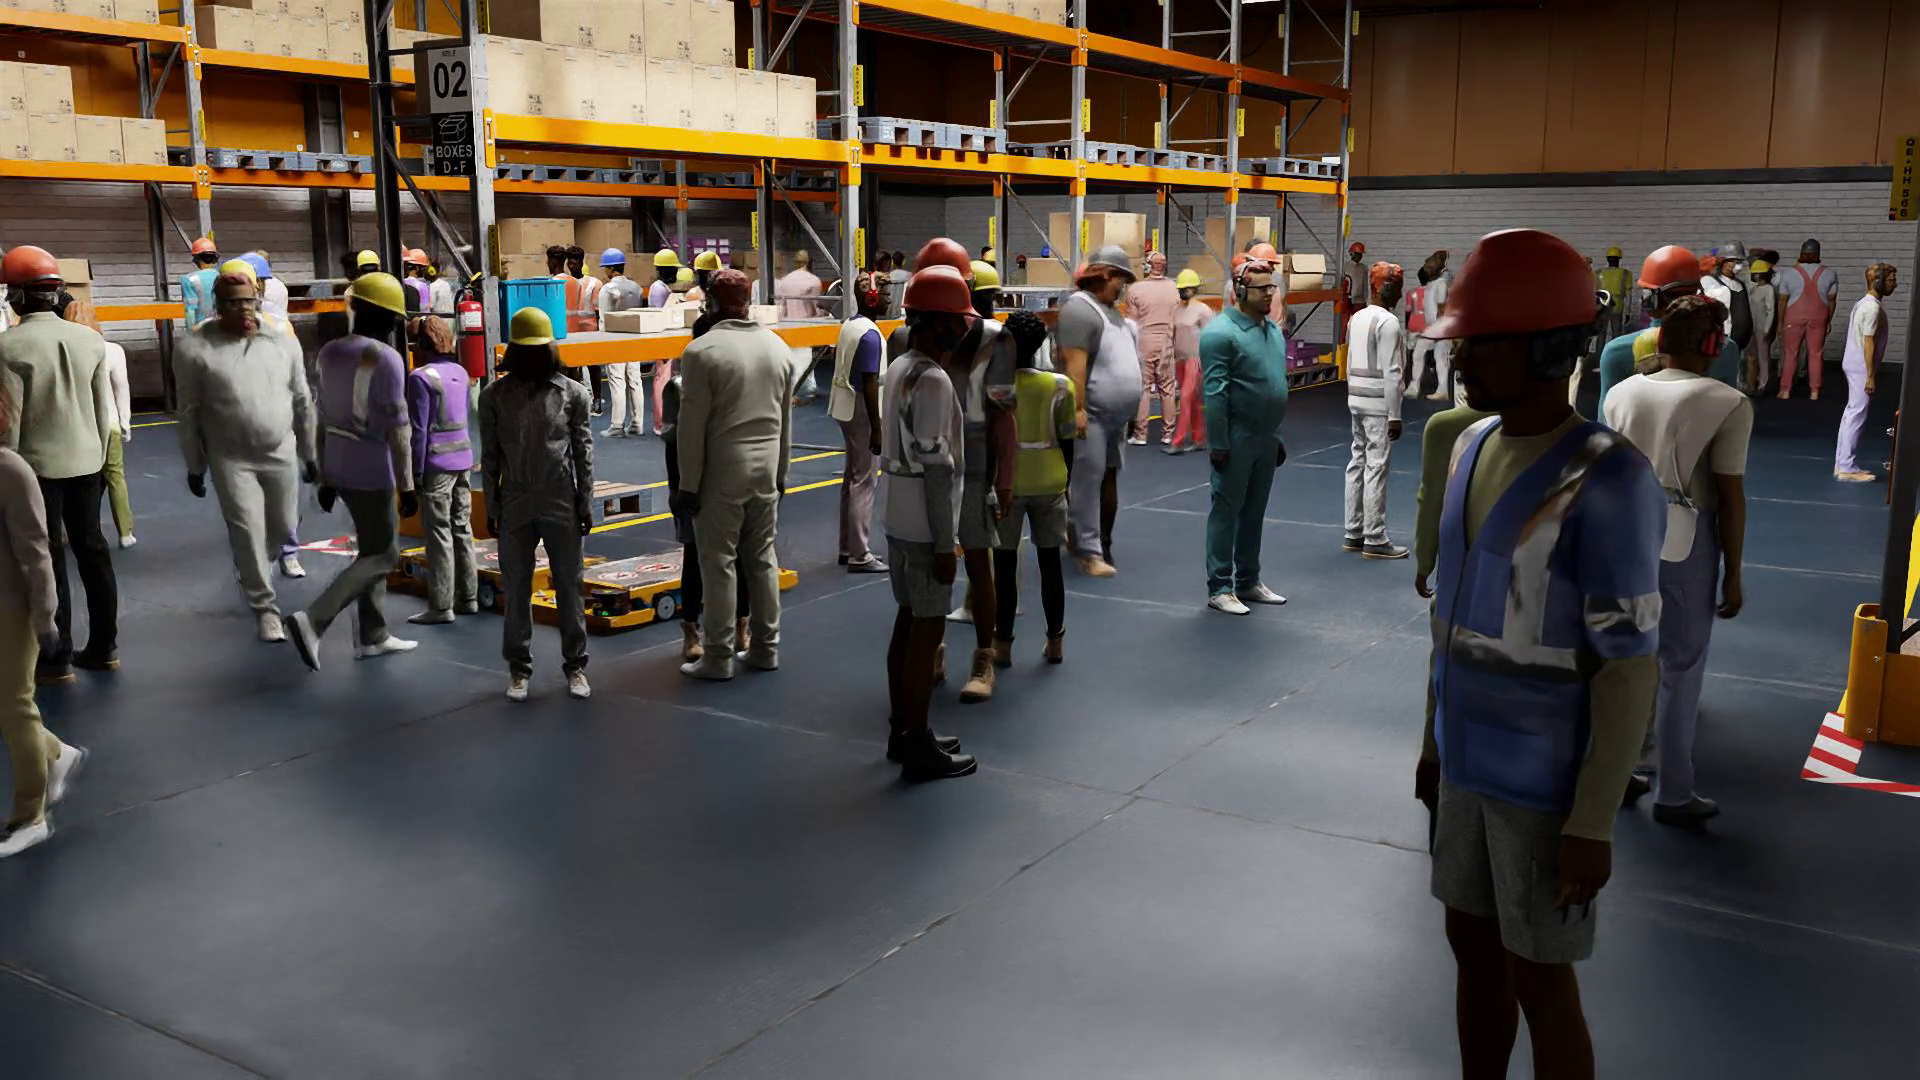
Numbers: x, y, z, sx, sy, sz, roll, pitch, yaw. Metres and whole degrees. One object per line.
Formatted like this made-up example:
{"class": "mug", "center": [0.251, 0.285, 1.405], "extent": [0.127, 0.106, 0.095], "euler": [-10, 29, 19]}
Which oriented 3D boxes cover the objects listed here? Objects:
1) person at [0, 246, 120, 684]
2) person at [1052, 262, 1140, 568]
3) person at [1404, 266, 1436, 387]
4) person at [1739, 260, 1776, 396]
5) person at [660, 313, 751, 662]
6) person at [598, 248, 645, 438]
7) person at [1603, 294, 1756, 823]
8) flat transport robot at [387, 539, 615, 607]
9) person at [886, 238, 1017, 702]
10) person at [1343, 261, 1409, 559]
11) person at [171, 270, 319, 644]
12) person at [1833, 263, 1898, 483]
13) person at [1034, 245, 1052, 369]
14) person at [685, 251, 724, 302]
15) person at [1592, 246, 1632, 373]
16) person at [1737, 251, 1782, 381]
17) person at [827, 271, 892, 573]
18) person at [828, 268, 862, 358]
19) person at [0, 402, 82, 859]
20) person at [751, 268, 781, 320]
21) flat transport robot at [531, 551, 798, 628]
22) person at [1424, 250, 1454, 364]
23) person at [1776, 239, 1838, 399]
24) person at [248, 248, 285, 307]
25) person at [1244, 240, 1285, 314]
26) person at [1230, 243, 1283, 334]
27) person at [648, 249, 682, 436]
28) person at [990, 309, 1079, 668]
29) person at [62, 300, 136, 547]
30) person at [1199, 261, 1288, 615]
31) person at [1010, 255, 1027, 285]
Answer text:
{"class": "person", "center": [-4.163, -0.337, 7.625], "extent": [0.376, 1.995, 0.612], "euler": [4, 11, 19]}
{"class": "person", "center": [0.847, -0.785, 10.428], "extent": [0.546, 1.889, 0.951], "euler": [1, 10, 4]}
{"class": "person", "center": [6.277, -2.859, 22.483], "extent": [0.542, 1.682, 0.611], "euler": [1, 10, 5]}
{"class": "person", "center": [10.358, -2.745, 21.611], "extent": [0.329, 1.765, 0.526], "euler": [-1, 10, -5]}
{"class": "person", "center": [-1.175, -0.256, 8.024], "extent": [0.536, 1.690, 0.322], "euler": [-5, 11, -24]}
{"class": "person", "center": [-3.485, -2.009, 17.053], "extent": [0.413, 1.939, 0.604], "euler": [6, 12, 29]}
{"class": "person", "center": [2.463, 0.068, 5.821], "extent": [0.387, 1.838, 0.563], "euler": [-6, 12, -28]}
{"class": "flat transport robot", "center": [-2.668, 0.175, 9.565], "extent": [1.431, 0.197, 0.652], "euler": [8, 13, 36]}
{"class": "person", "center": [-0.055, -0.298, 7.321], "extent": [0.611, 2.032, 0.411], "euler": [4, 11, 20]}
{"class": "person", "center": [2.664, -0.826, 10.632], "extent": [0.355, 1.887, 0.573], "euler": [-2, 10, -13]}
{"class": "person", "center": [-3.675, -0.447, 8.573], "extent": [0.679, 1.877, 0.819], "euler": [-9, 13, -40]}
{"class": "person", "center": [7.606, -1.399, 13.966], "extent": [0.351, 1.837, 0.502], "euler": [4, 11, 21]}
{"class": "person", "center": [1.358, -3.653, 26.129], "extent": [0.406, 1.947, 0.607], "euler": [-3, 11, -14]}
{"class": "person", "center": [-2.313, -1.657, 15.155], "extent": [0.399, 1.919, 0.588], "euler": [1, 10, 7]}
{"class": "person", "center": [9.902, -3.499, 25.343], "extent": [0.594, 1.921, 0.376], "euler": [3, 11, 15]}
{"class": "person", "center": [11.504, -3.229, 23.991], "extent": [0.428, 1.873, 0.739], "euler": [-10, 14, -43]}
{"class": "person", "center": [-0.604, -0.716, 10.176], "extent": [0.393, 1.836, 0.561], "euler": [-3, 11, -15]}
{"class": "person", "center": [-1.143, -2.184, 18.112], "extent": [0.598, 1.908, 0.402], "euler": [-4, 11, -23]}
{"class": "person", "center": [-3.151, 0.233, 5.494], "extent": [0.519, 1.615, 0.444], "euler": [4, 11, 23]}
{"class": "person", "center": [-2.899, -3.356, 25.028], "extent": [0.564, 1.748, 0.339], "euler": [4, 11, 22]}
{"class": "flat transport robot", "center": [-1.622, 0.233, 9.245], "extent": [0.652, 0.197, 1.431], "euler": [8, 13, 36]}
{"class": "person", "center": [7.825, -3.773, 27.056], "extent": [0.681, 1.850, 0.598], "euler": [1, 10, 4]}
{"class": "person", "center": [10.770, -2.814, 21.223], "extent": [0.678, 2.000, 0.537], "euler": [3, 11, 17]}
{"class": "person", "center": [-6.777, -1.867, 16.258], "extent": [0.379, 1.940, 0.629], "euler": [0, 10, -1]}
{"class": "person", "center": [3.381, -2.505, 19.509], "extent": [0.644, 2.000, 0.700], "euler": [-9, 14, -42]}
{"class": "person", "center": [2.733, -1.715, 15.275], "extent": [0.391, 1.989, 0.610], "euler": [-7, 13, -36]}
{"class": "person", "center": [-3.048, -2.039, 17.242], "extent": [0.386, 1.927, 0.589], "euler": [-2, 10, -9]}
{"class": "person", "center": [0.301, -0.237, 7.894], "extent": [0.530, 1.697, 0.322], "euler": [-2, 10, -12]}
{"class": "person", "center": [-5.696, -0.745, 10.884], "extent": [0.501, 1.633, 0.285], "euler": [-5, 12, -27]}
{"class": "person", "center": [1.582, -0.559, 9.103], "extent": [0.410, 1.909, 0.643], "euler": [9, 14, 42]}
{"class": "person", "center": [1.186, -4.582, 31.843], "extent": [0.562, 1.742, 0.338], "euler": [-4, 11, -23]}
